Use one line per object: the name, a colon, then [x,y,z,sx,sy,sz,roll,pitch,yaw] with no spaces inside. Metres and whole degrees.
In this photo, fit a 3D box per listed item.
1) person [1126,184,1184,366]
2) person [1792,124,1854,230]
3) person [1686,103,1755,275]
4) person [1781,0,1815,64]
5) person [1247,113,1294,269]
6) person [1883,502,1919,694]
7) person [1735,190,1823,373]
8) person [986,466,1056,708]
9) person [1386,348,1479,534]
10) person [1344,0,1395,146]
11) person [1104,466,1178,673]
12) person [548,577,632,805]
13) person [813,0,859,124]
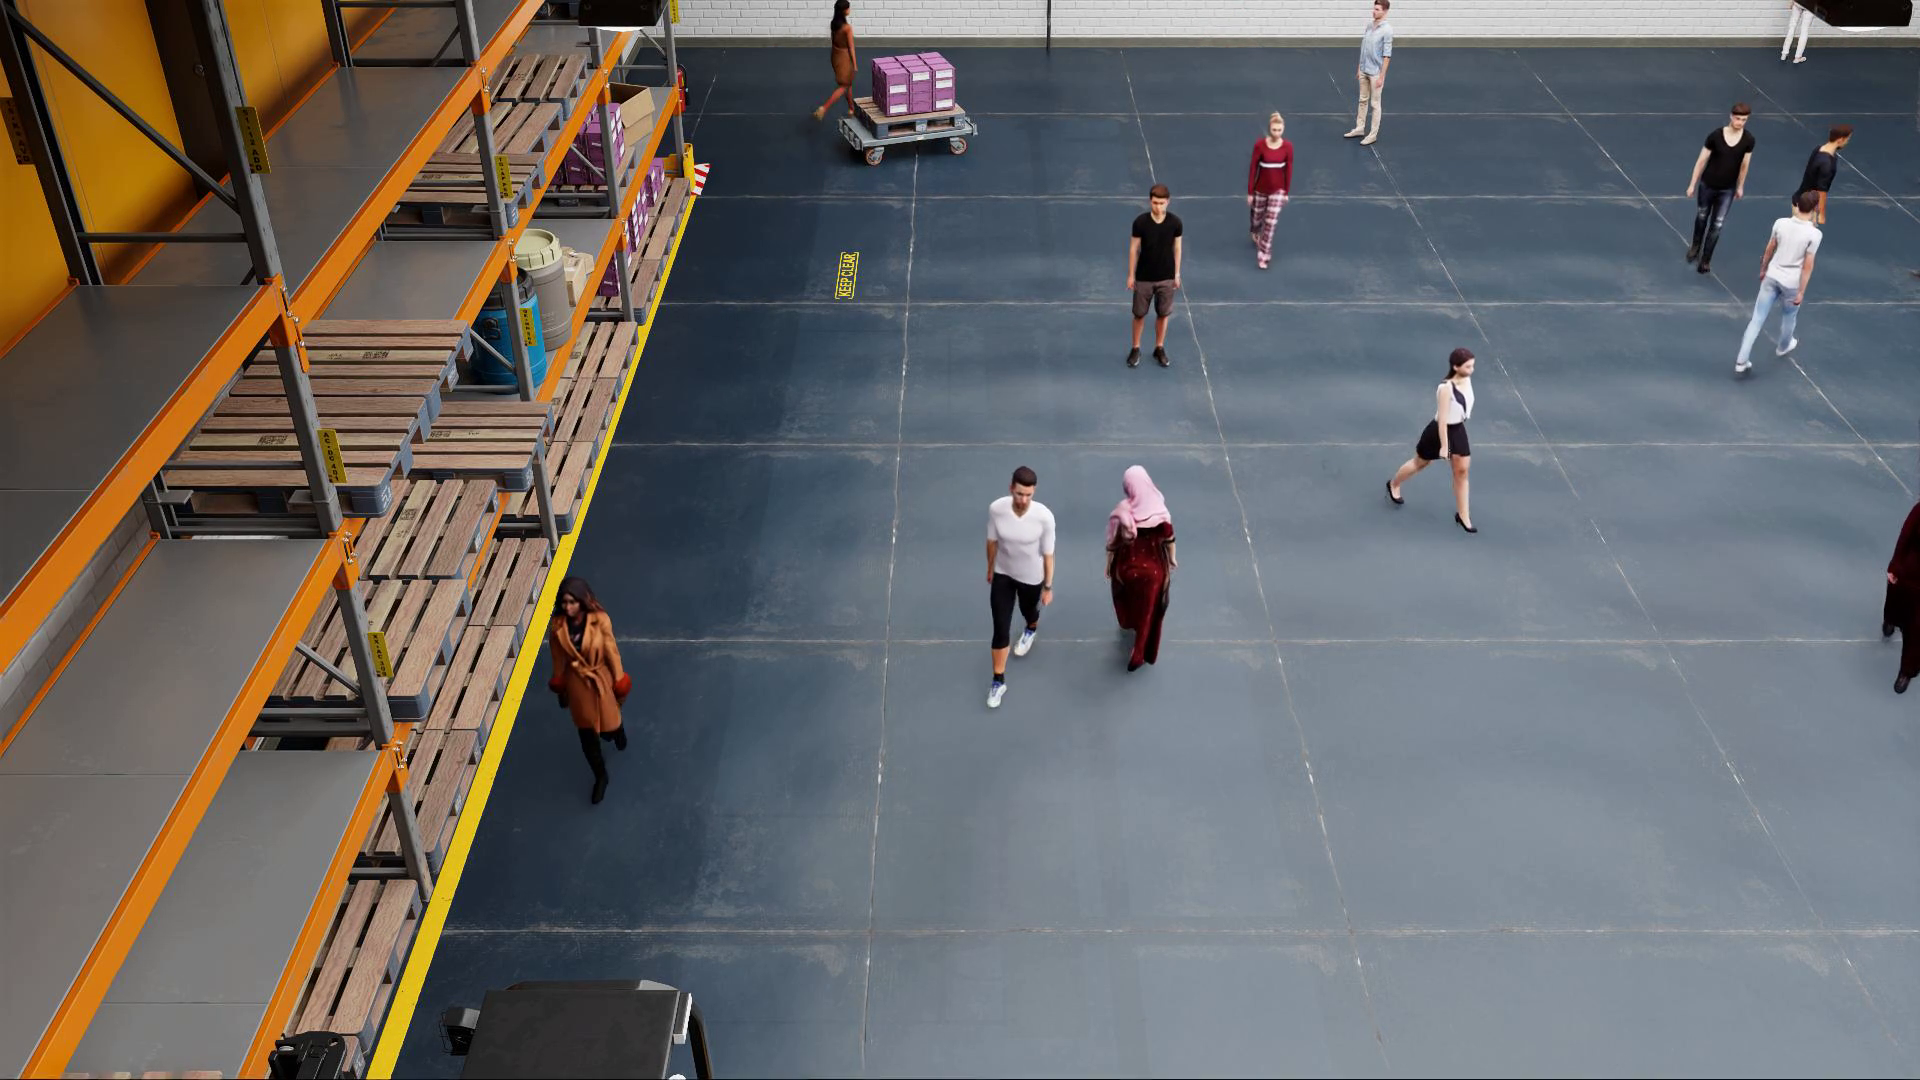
person: [1.913,-2.604,16.280,0.675,1.861,0.538,0,34,0]
person: [8.949,-3.581,17.782,0.820,1.825,0.691,7,34,10]
person: [8.311,-3.904,18.250,1.029,1.846,1.289,14,36,20]
person: [12.389,-7.872,24.376,0.677,1.672,0.736,29,43,36]
person: [3.397,-3.878,18.358,0.651,1.682,0.905,1,34,2]
person: [7.066,0.204,12.190,1.039,1.711,1.227,18,38,25]
person: [7.914,-2.445,16.097,1.262,1.799,1.245,-26,42,-33]
person: [0.460,0.217,12.085,0.933,1.807,1.310,11,35,16]
person: [3.960,-0.866,13.901,1.052,1.599,1.131,-28,43,-35]
person: [5.343,-6.074,21.512,0.794,1.848,0.662,-17,37,-23]
person: [1.301,0.256,12.228,0.766,1.583,0.991,5,34,8]
person: [-2.438,0.946,11.077,0.724,1.707,0.843,2,34,3]
person: [-1.596,-6.265,21.964,1.010,1.665,1.032,-23,40,-31]
